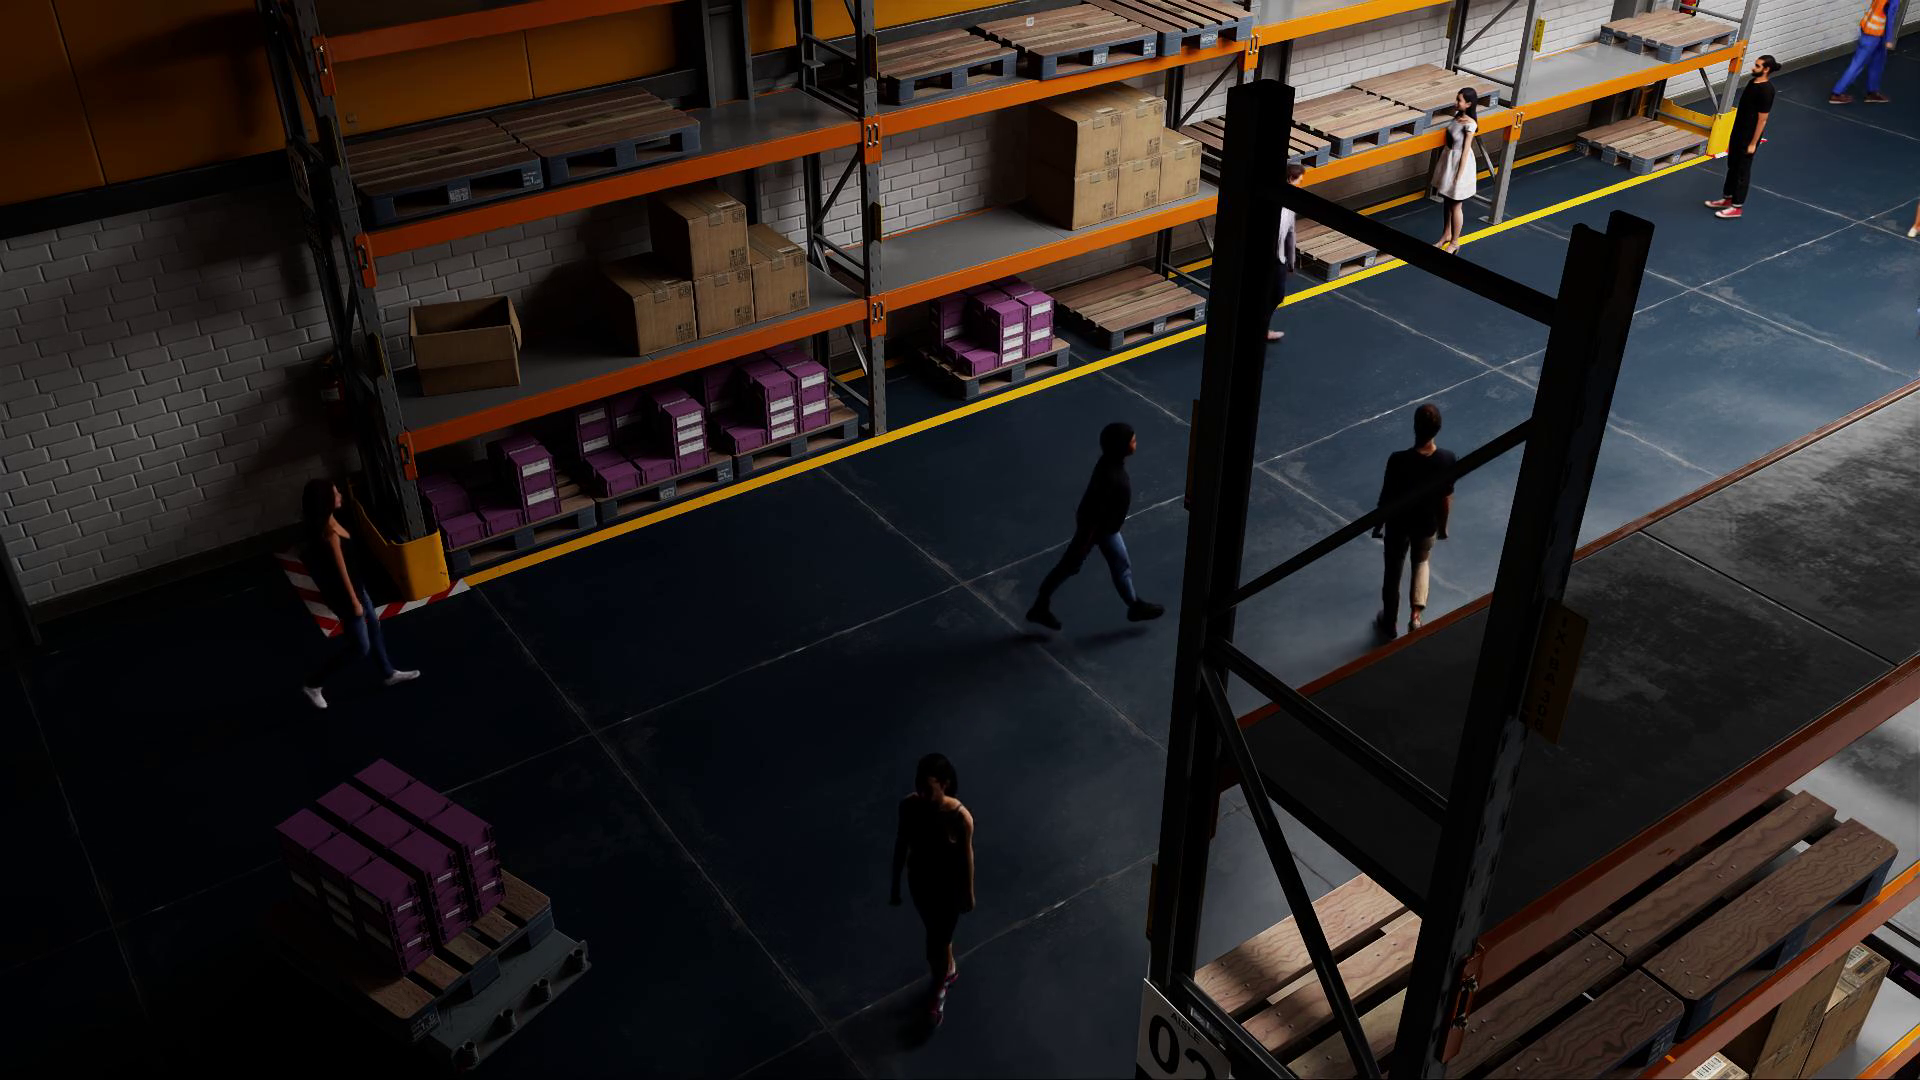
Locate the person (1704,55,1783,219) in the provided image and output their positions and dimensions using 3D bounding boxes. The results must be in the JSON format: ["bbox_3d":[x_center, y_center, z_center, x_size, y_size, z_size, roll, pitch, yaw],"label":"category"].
[{"bbox_3d":[8.497,-4.363,17.939,0.758,1.758,0.722,1,34,2],"label":"person"}]

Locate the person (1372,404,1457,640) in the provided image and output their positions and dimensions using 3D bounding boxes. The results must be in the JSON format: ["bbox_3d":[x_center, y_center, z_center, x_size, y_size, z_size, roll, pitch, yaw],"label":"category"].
[{"bbox_3d":[3.115,-0.048,11.364,0.856,1.851,0.912,0,34,0],"label":"person"}]

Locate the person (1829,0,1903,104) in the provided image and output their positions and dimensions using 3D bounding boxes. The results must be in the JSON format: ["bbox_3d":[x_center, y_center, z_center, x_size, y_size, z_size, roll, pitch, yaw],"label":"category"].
[{"bbox_3d":[11.407,-6.346,20.879,1.097,1.806,1.063,5,34,8],"label":"person"}]

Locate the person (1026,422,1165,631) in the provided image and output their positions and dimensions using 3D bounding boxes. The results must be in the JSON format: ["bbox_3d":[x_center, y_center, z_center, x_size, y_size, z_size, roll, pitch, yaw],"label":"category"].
[{"bbox_3d":[0.860,-0.016,11.517,1.278,1.629,0.985,-1,34,-2],"label":"person"}]

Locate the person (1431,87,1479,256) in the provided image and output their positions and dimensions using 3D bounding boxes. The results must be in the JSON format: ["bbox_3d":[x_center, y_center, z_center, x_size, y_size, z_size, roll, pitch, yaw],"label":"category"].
[{"bbox_3d":[5.078,-3.768,17.034,0.799,1.769,0.776,-3,34,-4],"label":"person"}]

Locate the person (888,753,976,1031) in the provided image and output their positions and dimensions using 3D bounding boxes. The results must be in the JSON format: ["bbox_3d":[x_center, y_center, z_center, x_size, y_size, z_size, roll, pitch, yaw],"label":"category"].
[{"bbox_3d":[-0.075,1.760,8.766,0.734,1.715,0.813,16,37,23],"label":"person"}]

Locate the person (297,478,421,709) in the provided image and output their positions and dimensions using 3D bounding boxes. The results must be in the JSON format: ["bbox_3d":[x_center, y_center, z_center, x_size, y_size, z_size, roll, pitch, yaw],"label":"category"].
[{"bbox_3d":[-4.088,0.375,10.861,1.049,1.702,0.743,-12,36,-18],"label":"person"}]
